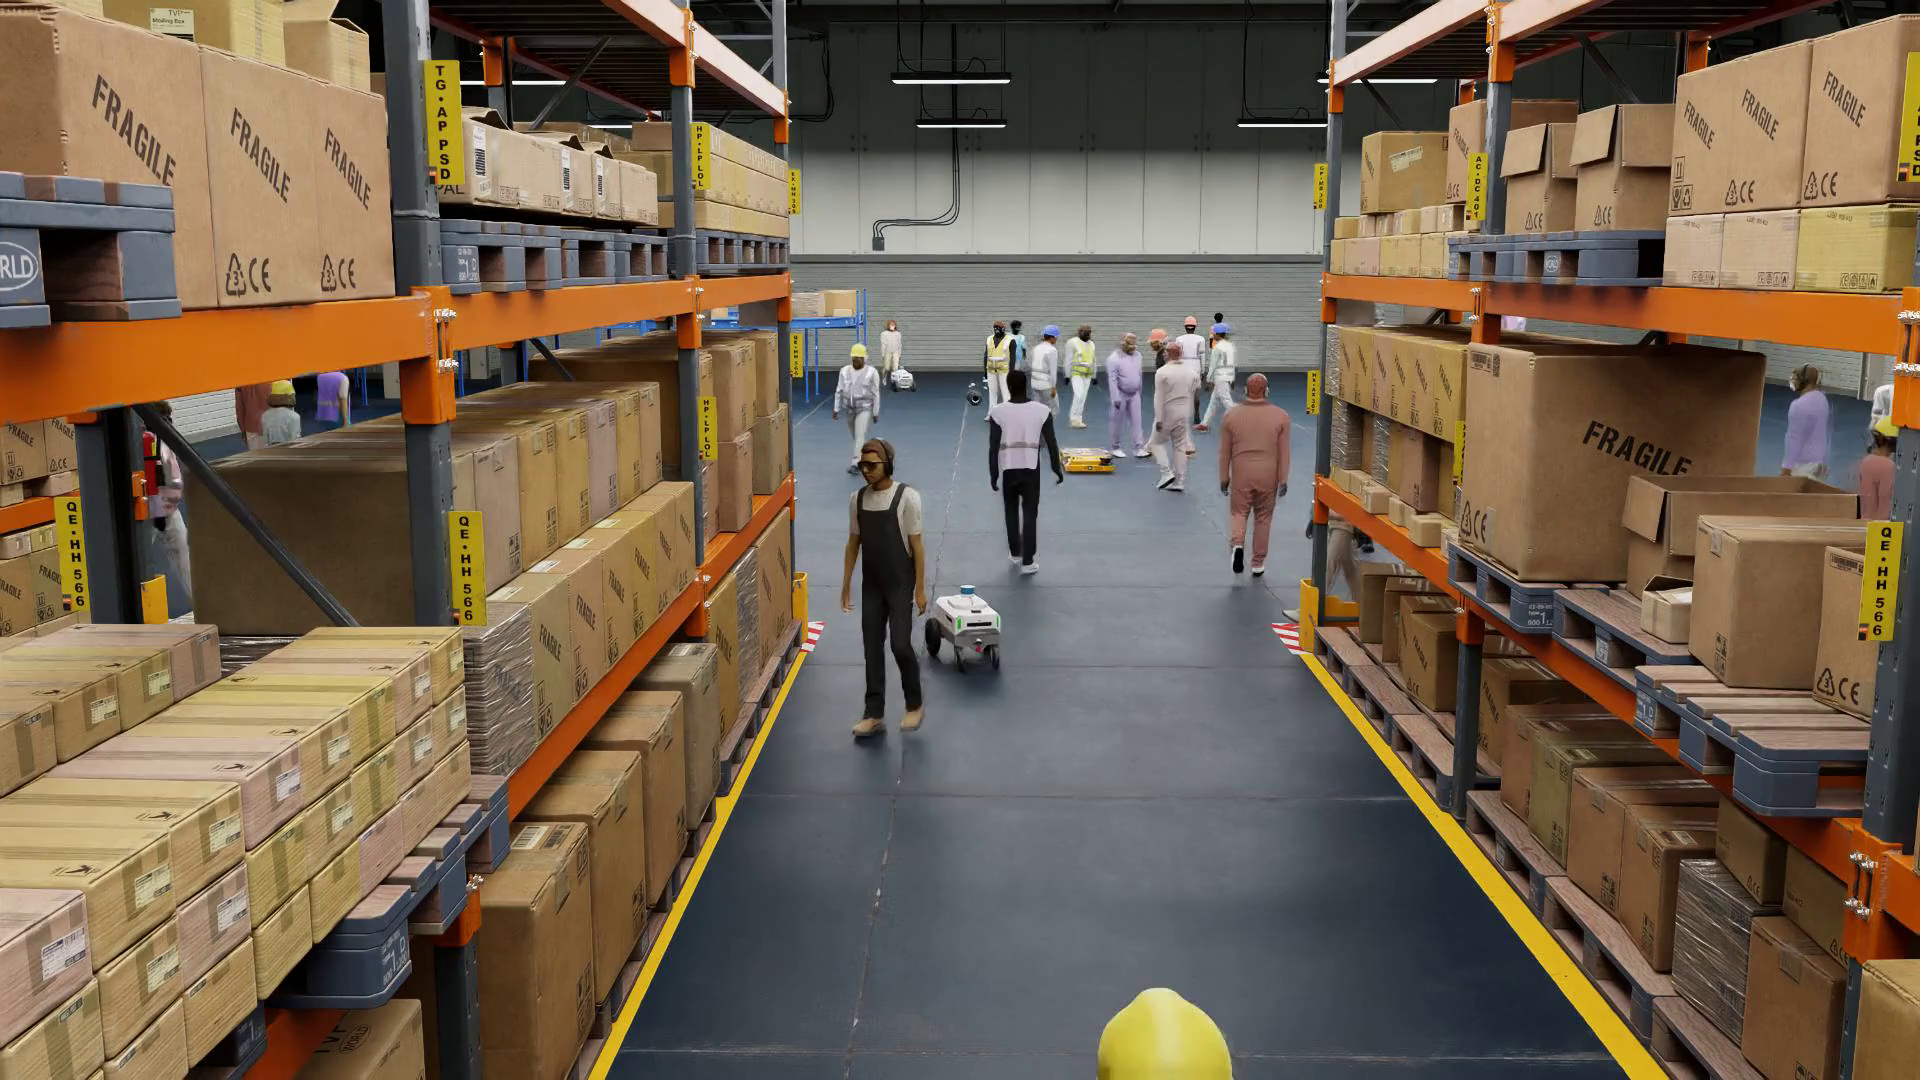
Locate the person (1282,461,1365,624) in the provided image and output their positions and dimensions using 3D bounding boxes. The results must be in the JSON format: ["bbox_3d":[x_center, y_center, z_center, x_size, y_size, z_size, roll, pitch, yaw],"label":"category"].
[{"bbox_3d":[2.949,-0.098,13.249,0.867,1.586,0.544,-3,10,-15],"label":"person"}]

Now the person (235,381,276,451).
[{"bbox_3d":[-8.036,-1.288,19.227,0.611,1.985,0.393,1,10,5],"label":"person"}]

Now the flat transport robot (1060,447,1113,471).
[{"bbox_3d":[1.791,-1.159,23.703,0.652,0.197,1.431,0,9,0],"label":"flat transport robot"}]

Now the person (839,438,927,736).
[{"bbox_3d":[-0.475,0.290,10.210,0.569,1.835,0.432,6,11,30],"label":"person"}]

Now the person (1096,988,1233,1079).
[{"bbox_3d":[0.340,1.587,2.557,0.594,1.811,0.820,-1,9,-3],"label":"person"}]

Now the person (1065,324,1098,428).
[{"bbox_3d":[2.147,-2.873,29.190,0.636,1.823,0.495,-8,12,-39],"label":"person"}]

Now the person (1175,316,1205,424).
[{"bbox_3d":[4.155,-3.071,30.058,0.544,1.935,0.361,1,10,8],"label":"person"}]

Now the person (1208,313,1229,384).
[{"bbox_3d":[6.216,-4.606,39.954,0.535,1.699,0.321,-3,10,-17],"label":"person"}]

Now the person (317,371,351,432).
[{"bbox_3d":[-7.972,-1.523,21.125,0.582,1.823,0.789,6,11,31],"label":"person"}]

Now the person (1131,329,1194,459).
[{"bbox_3d":[3.036,-2.162,24.684,0.987,1.915,0.648,-1,9,-4],"label":"person"}]

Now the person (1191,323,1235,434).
[{"bbox_3d":[4.405,-2.714,28.066,1.049,1.892,0.627,6,11,32],"label":"person"}]

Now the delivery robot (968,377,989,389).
[{"bbox_3d":[0.522,-3.233,34.224,0.698,0.223,0.335,-1,10,-6],"label":"delivery robot"}]

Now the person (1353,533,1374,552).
[{"bbox_3d":[4.155,-0.883,17.103,0.548,1.900,0.964,2,10,11],"label":"person"}]

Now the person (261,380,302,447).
[{"bbox_3d":[-6.792,-0.759,16.794,0.509,1.725,0.413,3,10,20],"label":"person"}]

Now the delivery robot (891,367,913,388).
[{"bbox_3d":[-1.322,-3.684,37.702,0.477,0.478,0.707,-3,10,-17],"label":"delivery robot"}]

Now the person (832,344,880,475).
[{"bbox_3d":[-1.422,-1.822,23.035,0.597,1.791,0.923,4,10,21],"label":"person"}]

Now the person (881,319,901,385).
[{"bbox_3d":[-1.603,-4.297,38.386,0.496,1.608,0.657,-3,10,-17],"label":"person"}]

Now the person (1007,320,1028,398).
[{"bbox_3d":[1.189,-3.846,35.451,0.553,1.668,0.685,-5,11,-27],"label":"person"}]

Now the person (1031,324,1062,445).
[{"bbox_3d":[1.381,-2.449,26.374,0.472,1.917,0.675,-5,11,-29],"label":"person"}]

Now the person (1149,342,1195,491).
[{"bbox_3d":[2.687,-1.567,21.180,0.642,1.895,0.423,-5,11,-29],"label":"person"}]

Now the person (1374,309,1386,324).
[{"bbox_3d":[8.228,-3.576,32.890,0.686,2.000,0.997,-4,10,-24],"label":"person"}]

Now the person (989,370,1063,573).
[{"bbox_3d":[0.640,-0.667,15.802,0.686,1.884,0.837,1,10,8],"label":"person"}]

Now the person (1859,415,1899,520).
[{"bbox_3d":[7.083,-0.121,13.013,0.875,1.730,0.533,0,9,3],"label":"person"}]

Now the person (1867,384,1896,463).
[{"bbox_3d":[10.214,-1.068,18.115,0.549,1.917,0.808,4,10,22],"label":"person"}]

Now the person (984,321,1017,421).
[{"bbox_3d":[0.712,-3.090,30.449,0.627,1.844,0.429,5,10,25],"label":"person"}]

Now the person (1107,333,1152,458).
[{"bbox_3d":[2.508,-2.116,24.554,0.657,1.856,0.938,-5,11,-28],"label":"person"}]

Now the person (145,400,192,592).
[{"bbox_3d":[-6.691,-0.280,13.813,0.976,1.787,0.633,-2,10,-13],"label":"person"}]

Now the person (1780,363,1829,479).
[{"bbox_3d":[8.217,-0.751,16.187,0.465,1.927,0.628,9,13,42],"label":"person"}]

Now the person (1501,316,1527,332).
[{"bbox_3d":[13.295,-4.743,39.957,0.617,1.978,1.079,7,12,35],"label":"person"}]

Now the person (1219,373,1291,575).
[{"bbox_3d":[2.713,-0.589,15.330,0.649,1.889,0.616,2,10,12],"label":"person"}]

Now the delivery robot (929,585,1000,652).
[{"bbox_3d":[0.055,0.575,12.191,0.477,0.478,0.707,-2,10,-14],"label":"delivery robot"}]
